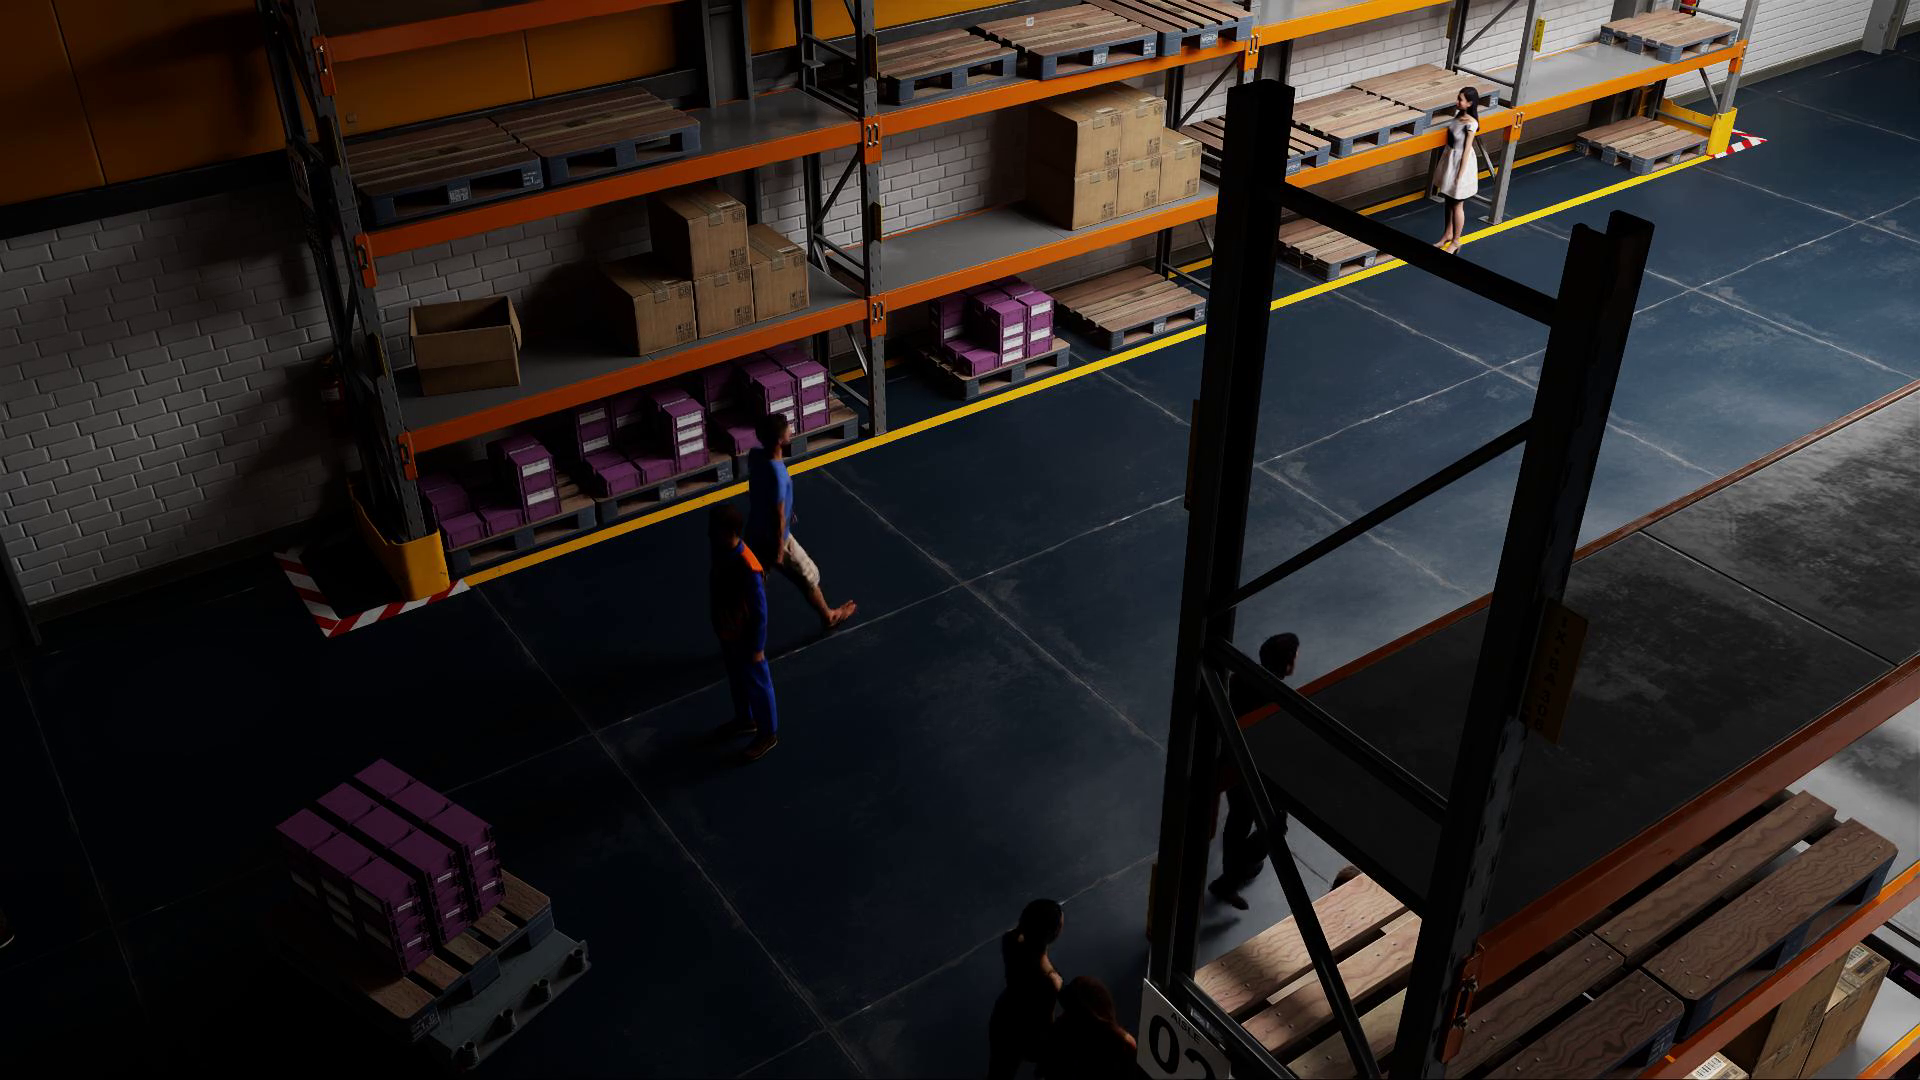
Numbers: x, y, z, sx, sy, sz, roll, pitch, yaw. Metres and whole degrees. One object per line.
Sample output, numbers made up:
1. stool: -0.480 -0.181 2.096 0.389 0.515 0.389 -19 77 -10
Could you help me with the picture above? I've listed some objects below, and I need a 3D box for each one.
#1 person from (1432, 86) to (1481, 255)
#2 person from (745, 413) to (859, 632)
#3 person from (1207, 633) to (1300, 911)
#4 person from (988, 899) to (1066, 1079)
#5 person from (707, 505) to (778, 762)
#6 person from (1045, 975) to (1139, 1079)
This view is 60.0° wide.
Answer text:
1. person: 5.096 -3.781 17.054 0.801 1.769 0.776 -3 34 -4
2. person: -1.368 0.004 11.317 1.219 1.816 0.682 -20 38 -27
3. person: 1.583 1.326 9.295 0.777 1.853 0.687 -22 39 -29
4. person: 0.225 2.393 7.832 0.678 1.695 1.031 28 43 36
5. person: -1.376 0.562 10.439 0.595 1.860 0.693 -23 40 -30
6. person: 0.622 2.548 7.608 0.876 1.685 1.041 14 36 20
